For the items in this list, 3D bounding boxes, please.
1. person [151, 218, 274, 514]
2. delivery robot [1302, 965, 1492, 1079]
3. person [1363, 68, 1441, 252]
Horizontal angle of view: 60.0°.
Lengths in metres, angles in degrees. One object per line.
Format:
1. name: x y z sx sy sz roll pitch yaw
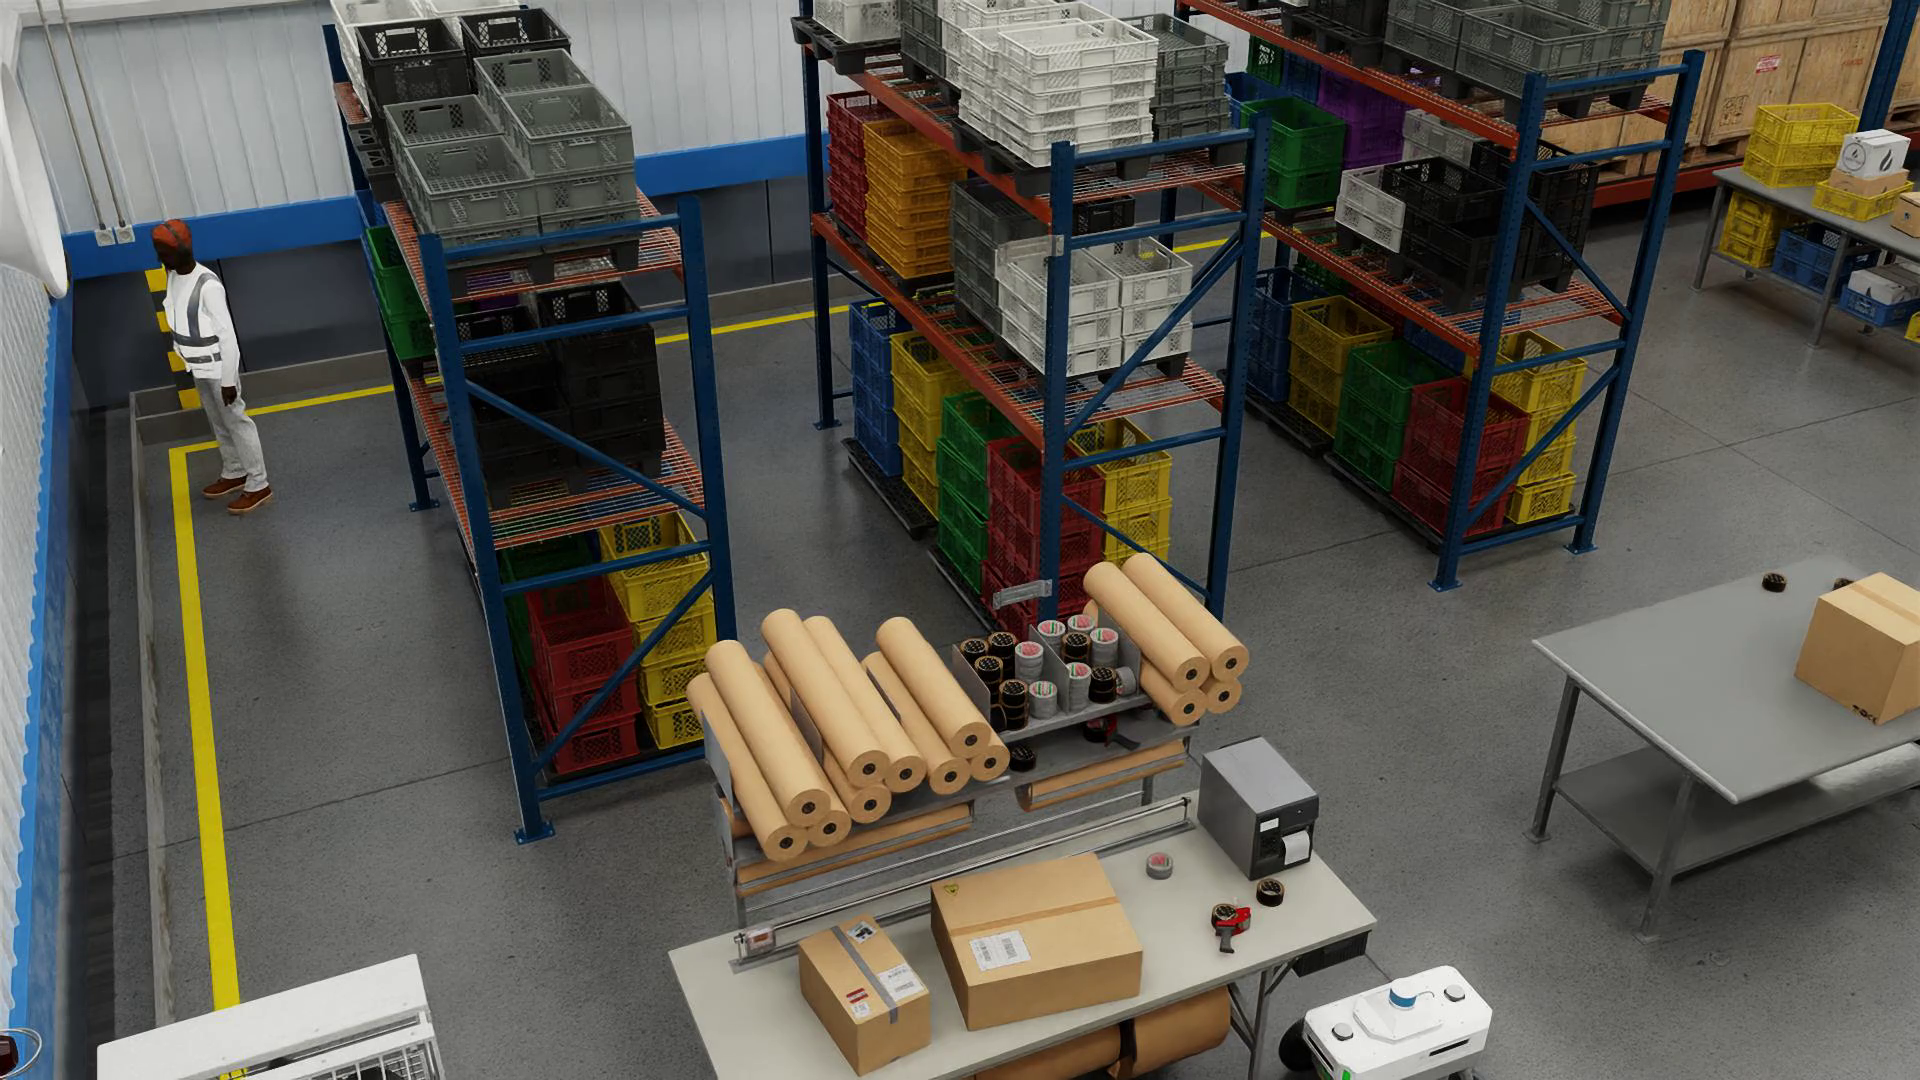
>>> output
1. person: -4.573 -1.059 10.136 0.573 1.887 0.356 25 40 35
2. delivery robot: 1.700 1.915 6.480 0.707 0.478 0.477 -12 34 -19
3. person: 3.618 -3.360 13.833 0.625 1.933 0.374 28 41 37
